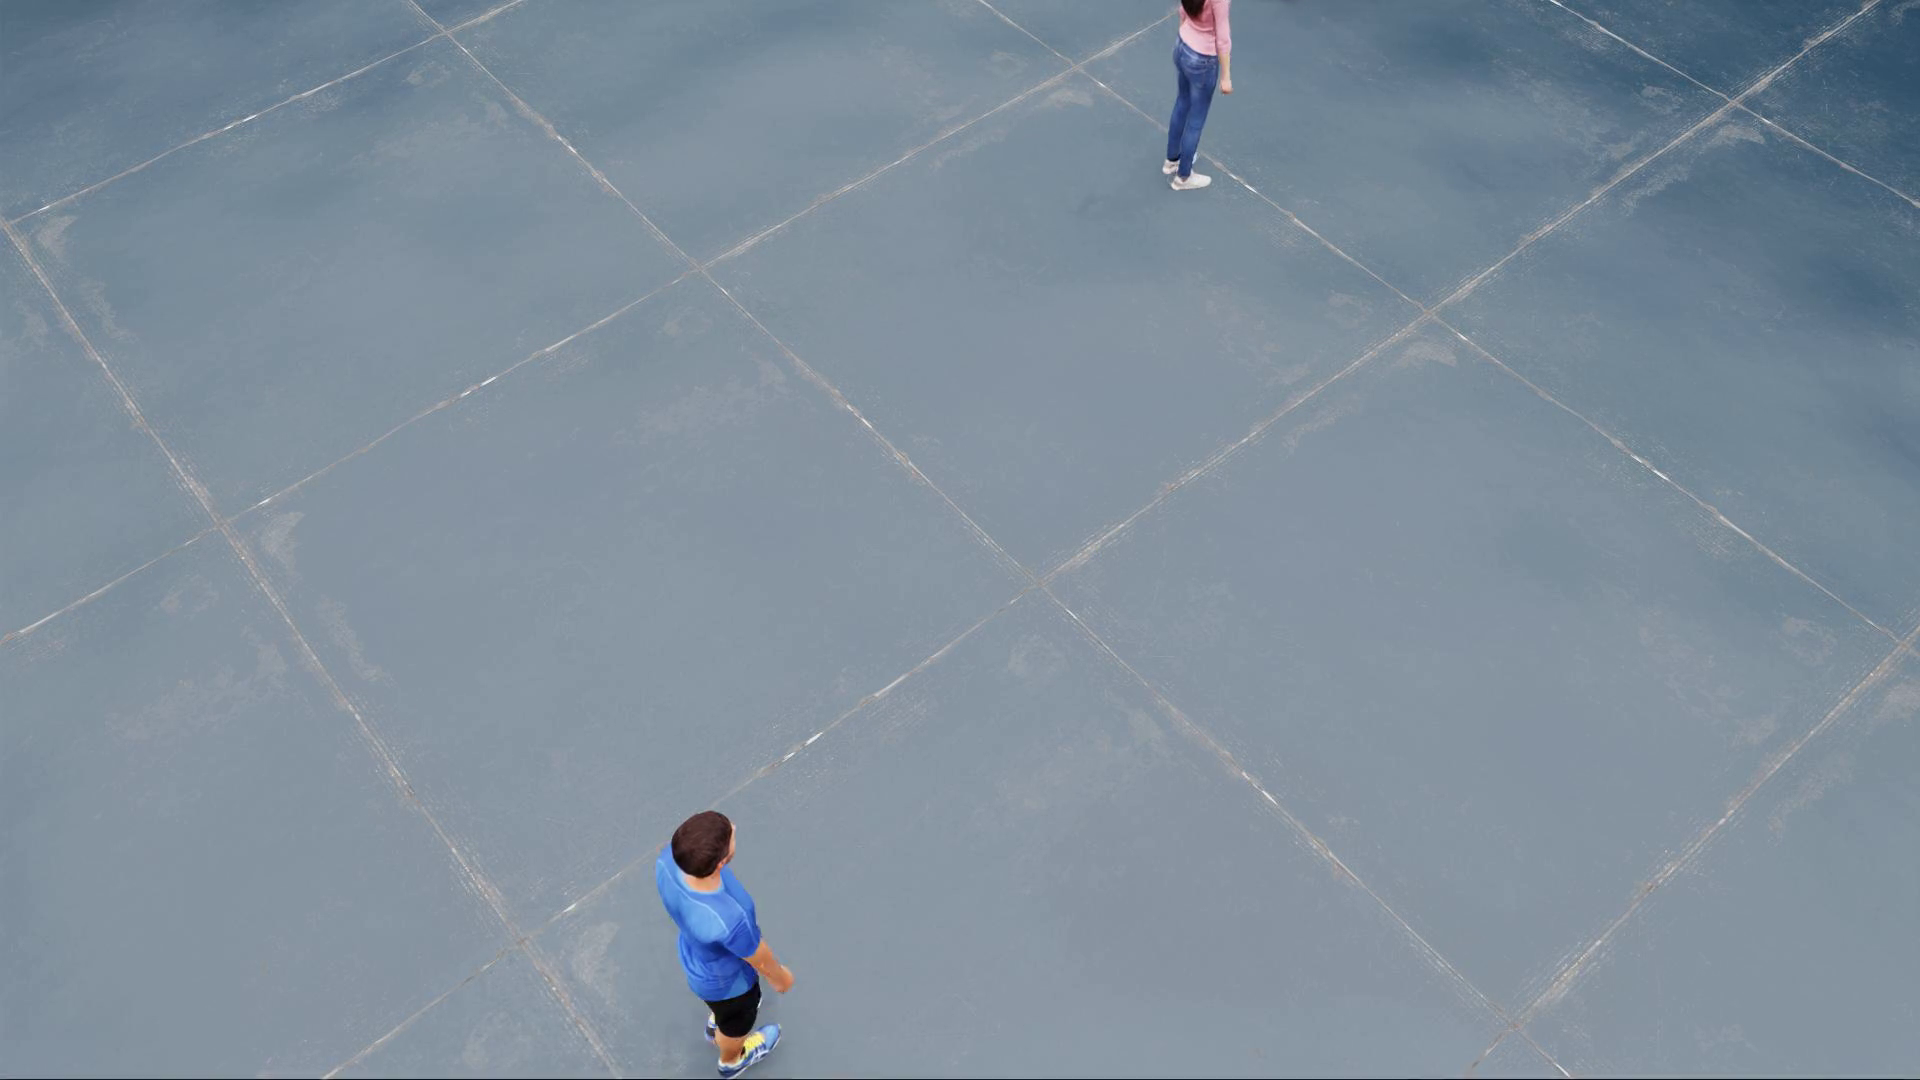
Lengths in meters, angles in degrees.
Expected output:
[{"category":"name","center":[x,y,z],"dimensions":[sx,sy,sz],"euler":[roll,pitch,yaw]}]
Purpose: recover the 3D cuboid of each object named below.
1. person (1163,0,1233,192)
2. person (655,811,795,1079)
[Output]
[{"category":"person","center":[1.362,-2.782,9.593],"dimensions":[0.602,1.744,0.629],"euler":[-20,55,-15]},{"category":"person","center":[-0.951,1.597,6.132],"dimensions":[0.616,1.854,0.605],"euler":[-32,59,-22]}]
